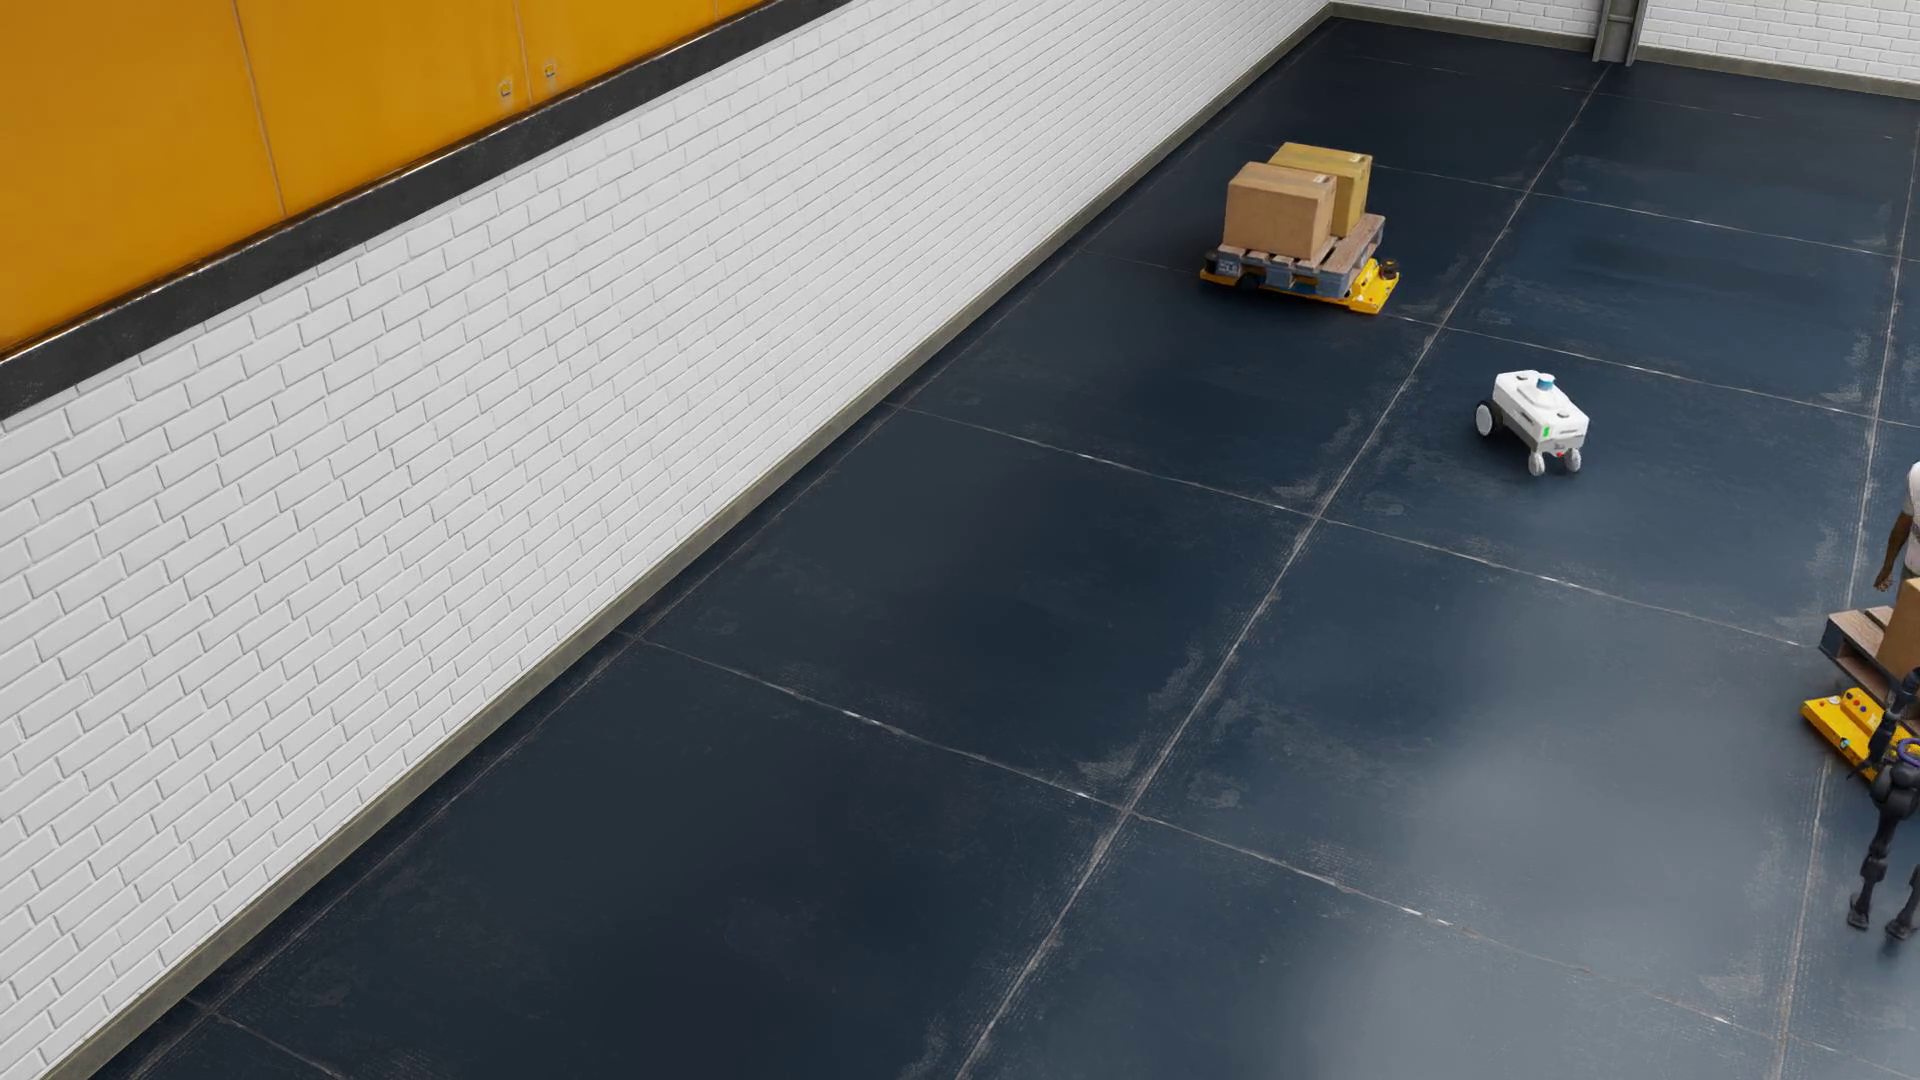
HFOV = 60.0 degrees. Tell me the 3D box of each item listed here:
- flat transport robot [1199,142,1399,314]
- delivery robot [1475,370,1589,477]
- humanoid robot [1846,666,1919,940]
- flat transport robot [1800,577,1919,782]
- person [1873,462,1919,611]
[{"bbox_3d":[2.682,-2.123,13.137,1.431,0.231,0.659,15,37,21],"label":"flat transport robot"},{"bbox_3d":[3.788,-0.814,10.945,0.499,0.609,0.805,-8,35,-11],"label":"delivery robot"},{"bbox_3d":[4.171,1.051,7.157,0.611,1.649,0.305,25,41,33],"label":"humanoid robot"},{"bbox_3d":[5.195,0.927,8.599,1.431,0.231,0.659,-8,35,-11],"label":"flat transport robot"},{"bbox_3d":[4.877,0.206,8.288,0.474,1.813,0.587,-24,41,-31],"label":"person"}]
